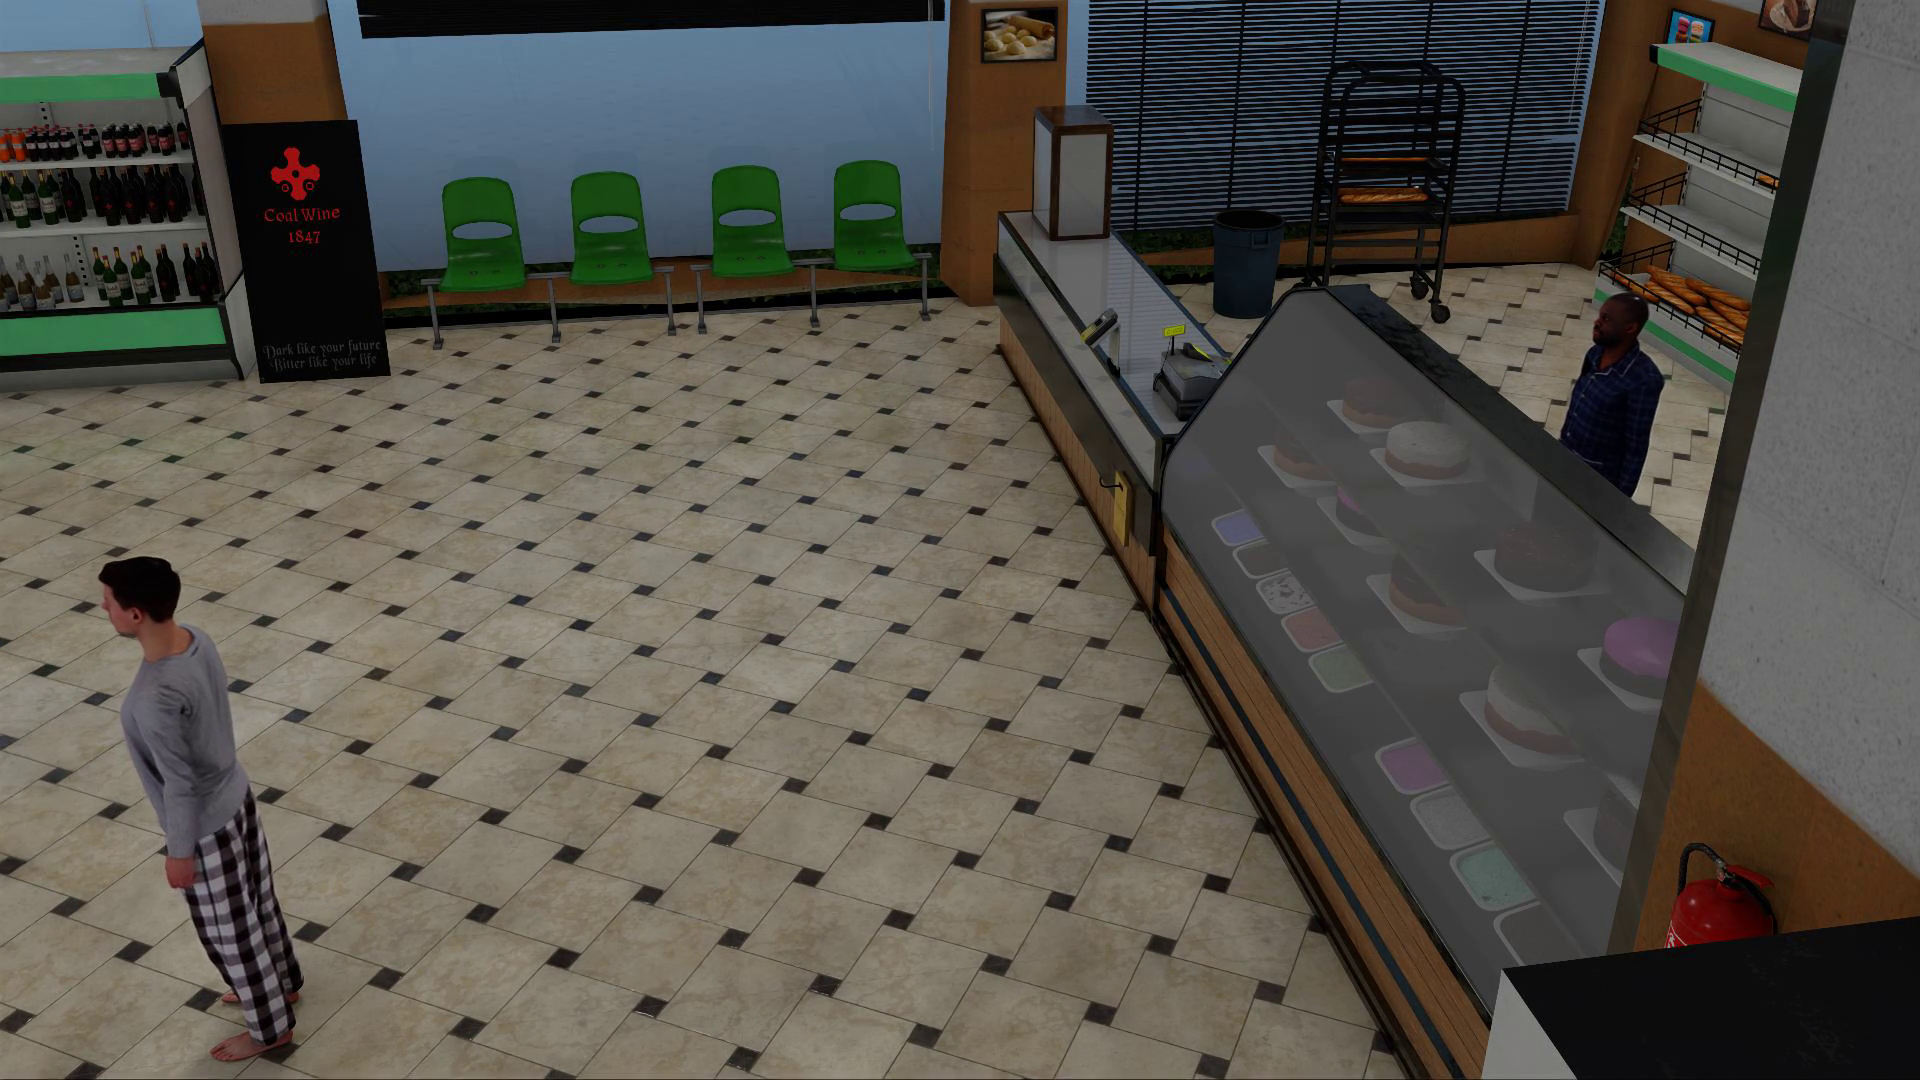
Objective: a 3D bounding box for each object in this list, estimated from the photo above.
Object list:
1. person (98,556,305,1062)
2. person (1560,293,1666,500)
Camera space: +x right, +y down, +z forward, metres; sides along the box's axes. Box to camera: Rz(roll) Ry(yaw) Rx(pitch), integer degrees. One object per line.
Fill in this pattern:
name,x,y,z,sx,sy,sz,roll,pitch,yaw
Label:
person,-2.433,0.875,5.378,0.530,1.847,0.621,-4,27,-7
person,2.929,-0.272,7.666,0.574,1.823,0.659,-4,27,-7
